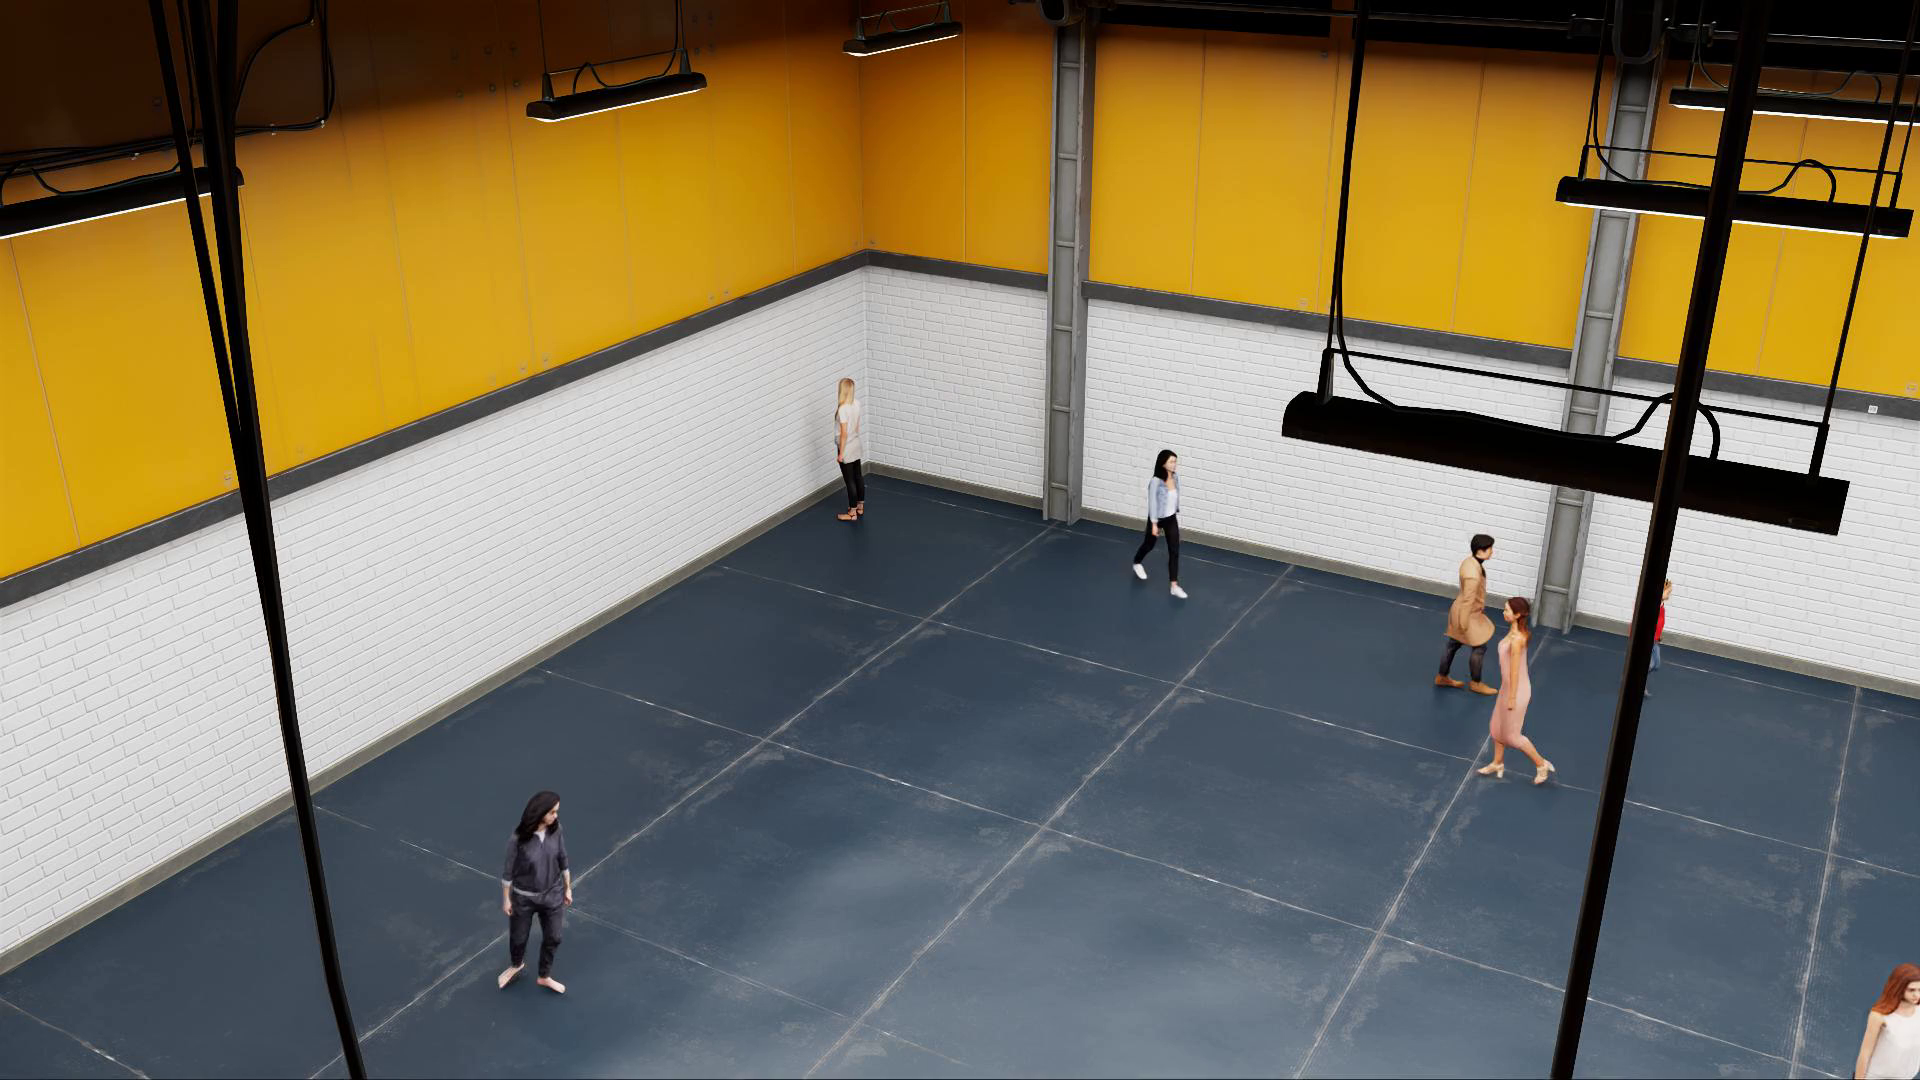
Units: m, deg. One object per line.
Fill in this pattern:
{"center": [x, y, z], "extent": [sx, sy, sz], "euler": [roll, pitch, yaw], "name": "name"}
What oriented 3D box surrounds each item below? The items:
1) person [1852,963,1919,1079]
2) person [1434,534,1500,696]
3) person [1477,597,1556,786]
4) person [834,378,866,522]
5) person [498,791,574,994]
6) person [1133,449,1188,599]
{"center": [5.784, 3.373, 10.455], "extent": [0.646, 1.721, 0.713], "euler": [-5, 24, -12], "name": "person"}
{"center": [4.962, 0.719, 16.546], "extent": [0.942, 1.705, 0.814], "euler": [3, 24, 8], "name": "person"}
{"center": [5.042, 1.383, 14.899], "extent": [0.955, 1.808, 0.751], "euler": [5, 24, 11], "name": "person"}
{"center": [-1.362, -1.132, 20.630], "extent": [0.535, 1.826, 0.608], "euler": [11, 26, 23], "name": "person"}
{"center": [-3.144, 2.602, 12.219], "extent": [0.850, 1.720, 0.887], "euler": [-10, 26, -22], "name": "person"}
{"center": [2.215, -0.224, 18.748], "extent": [0.930, 1.670, 1.212], "euler": [-15, 28, -31], "name": "person"}
